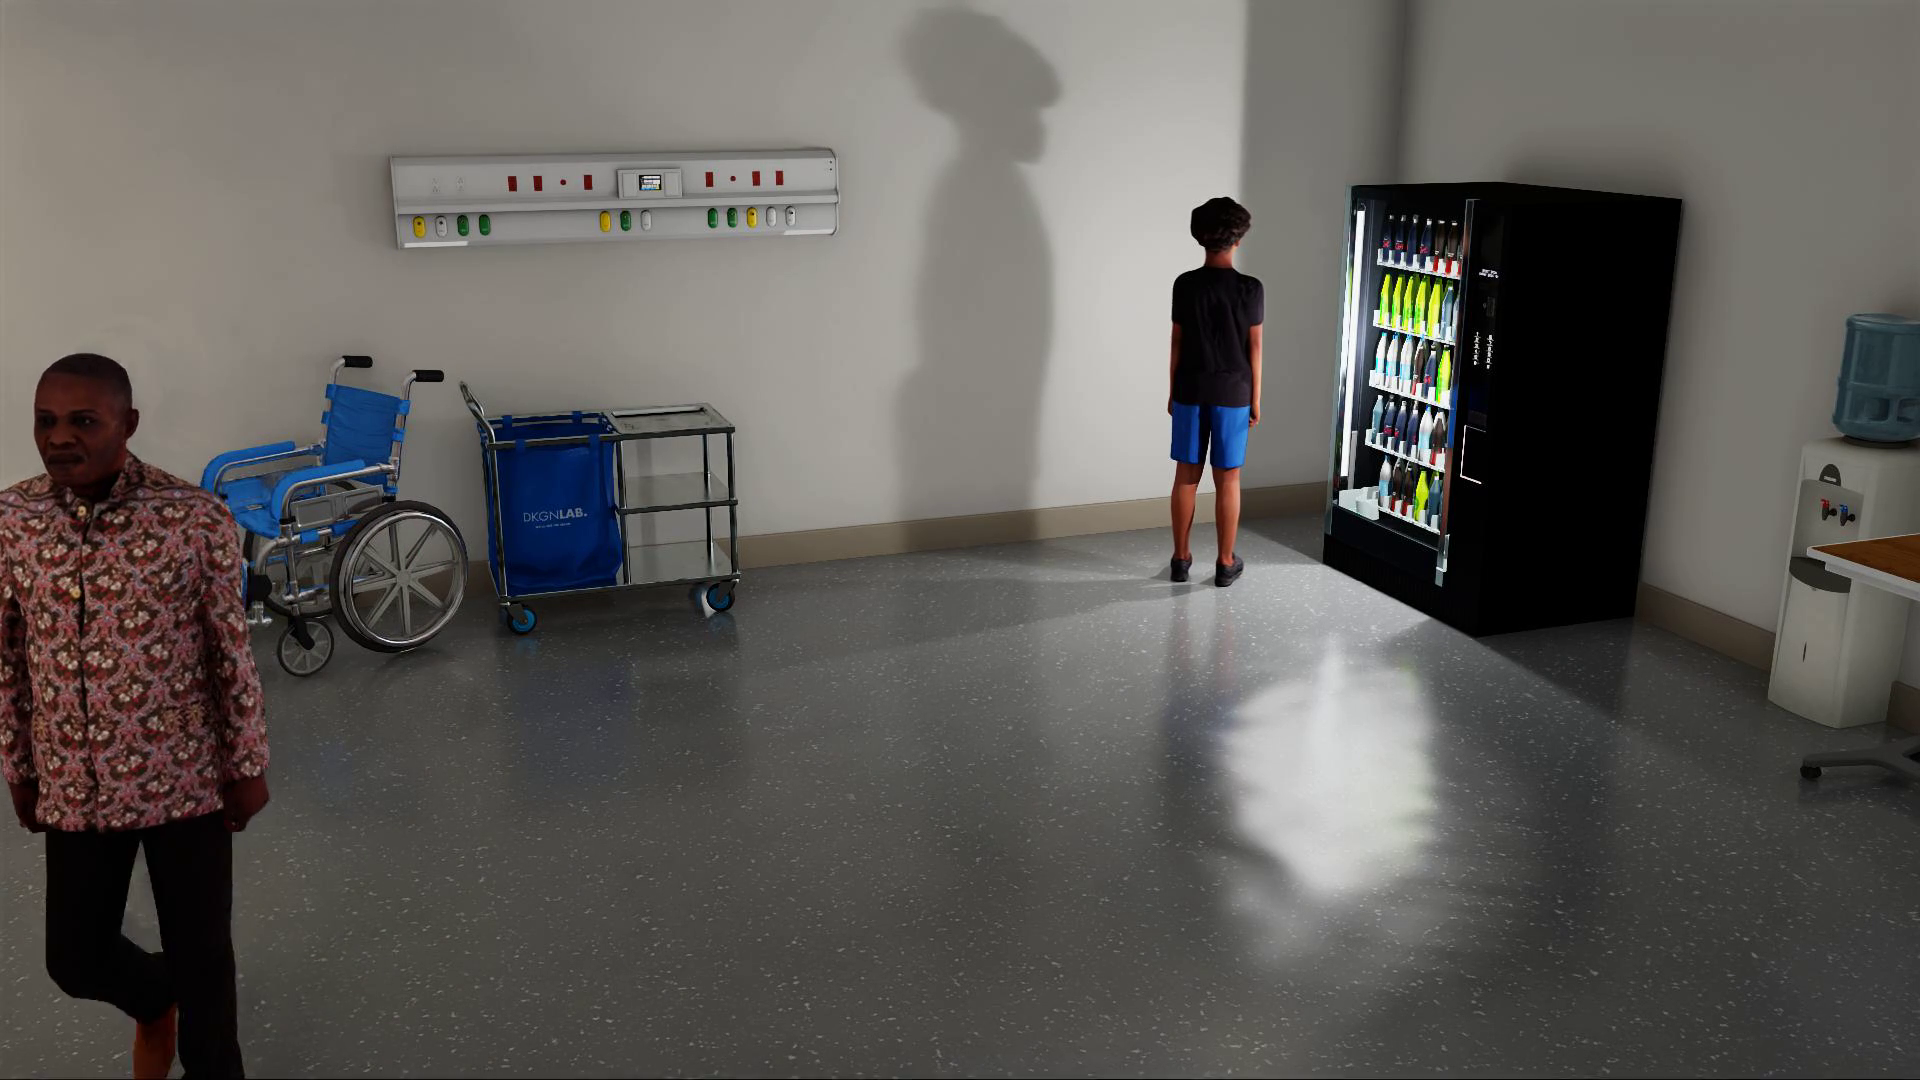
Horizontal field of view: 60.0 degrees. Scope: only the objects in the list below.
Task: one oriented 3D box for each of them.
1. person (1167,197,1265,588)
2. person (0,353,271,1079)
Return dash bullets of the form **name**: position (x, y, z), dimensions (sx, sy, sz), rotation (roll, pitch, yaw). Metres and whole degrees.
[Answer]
- **person**: position (1.174, -0.685, 7.744), dimensions (0.682, 1.794, 0.724), rotation (5, 17, 18)
- **person**: position (-1.771, 0.476, 3.625), dimensions (0.778, 1.794, 0.856), rotation (-3, 16, -9)
